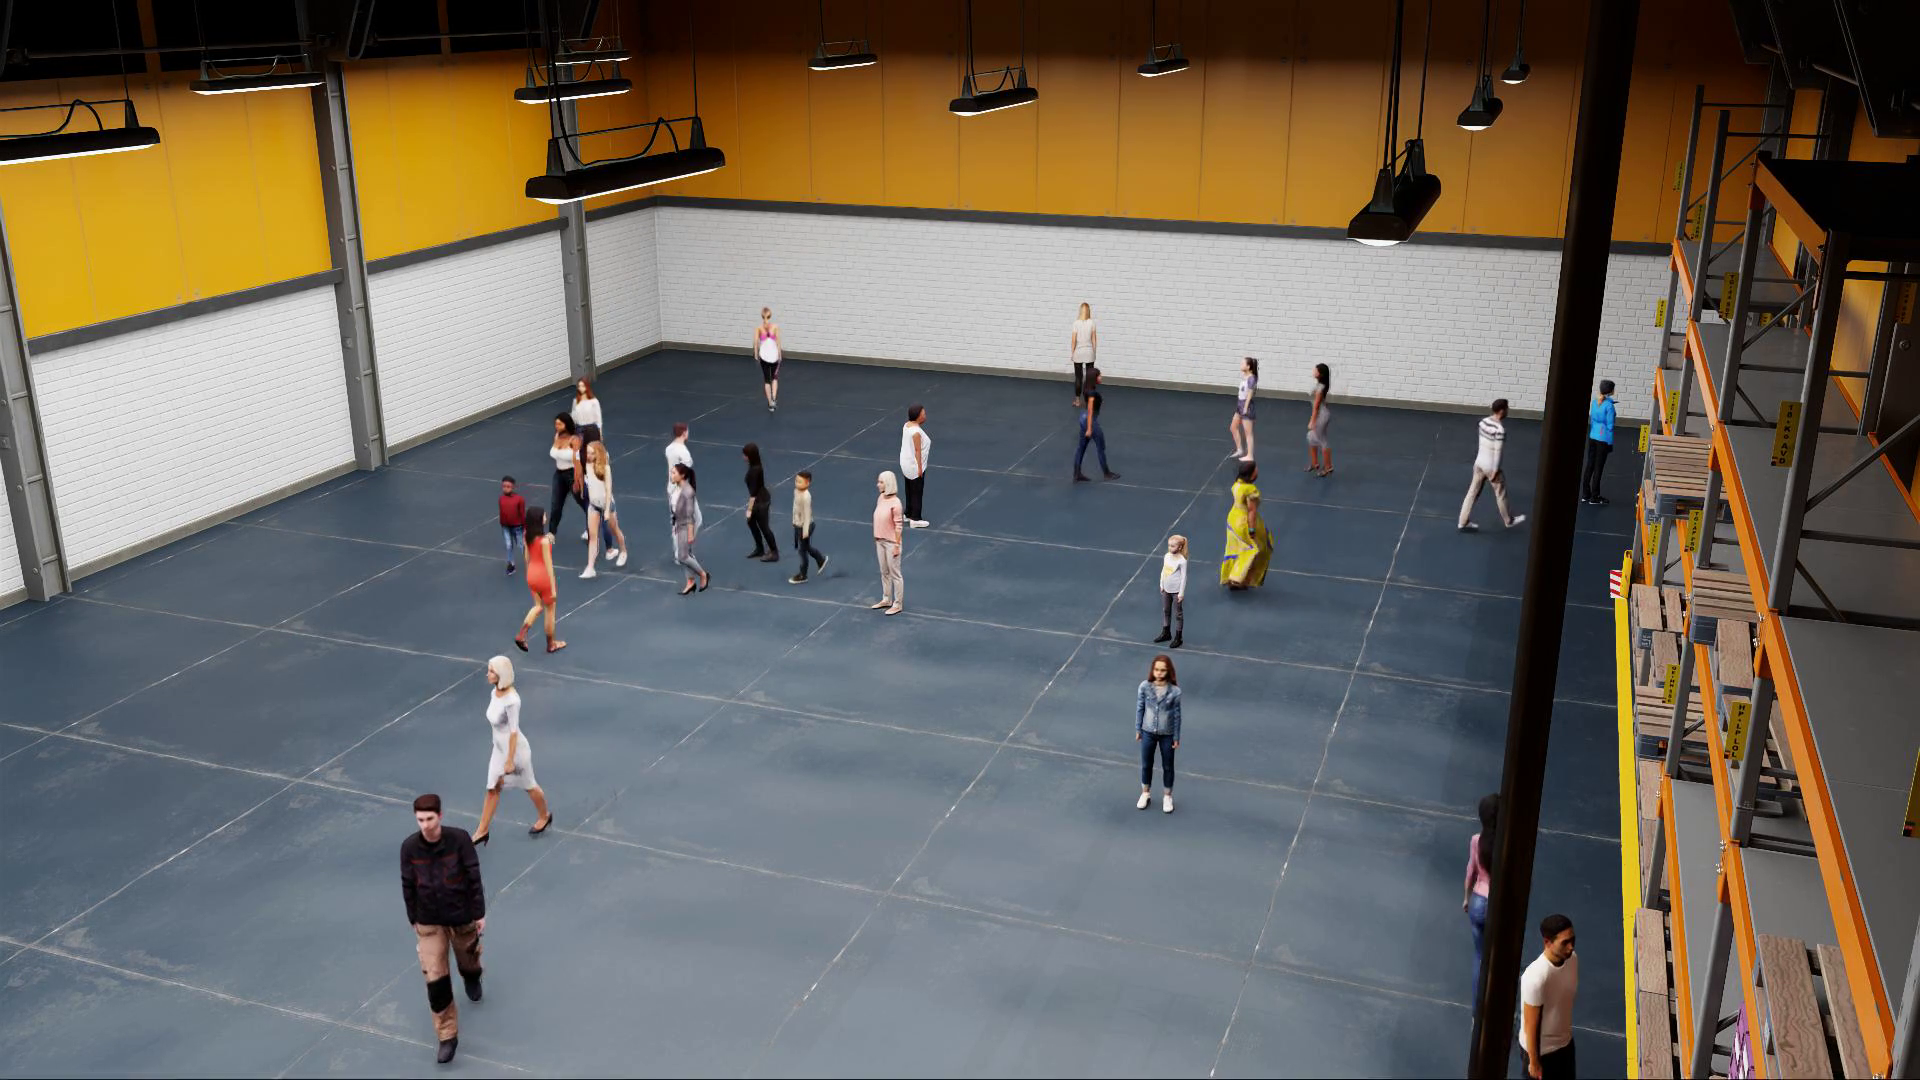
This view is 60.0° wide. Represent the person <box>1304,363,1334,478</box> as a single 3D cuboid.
[{"bbox_3d":[5.411,-1.771,24.756,0.729,1.754,0.639,8,20,22],"label":"person"}]

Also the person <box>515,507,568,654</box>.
[{"bbox_3d":[-4.645,0.474,18.165,0.742,1.706,0.936,14,23,35],"label":"person"}]

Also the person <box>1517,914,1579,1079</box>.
[{"bbox_3d":[3.571,3.077,10.294,0.733,1.796,0.857,-16,24,-39],"label":"person"}]

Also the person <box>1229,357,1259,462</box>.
[{"bbox_3d":[4.499,-2.008,25.642,0.766,1.638,0.661,-1,19,-4],"label":"person"}]

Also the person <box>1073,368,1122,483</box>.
[{"bbox_3d":[1.822,-1.671,24.525,0.927,1.712,0.982,-2,19,-7],"label":"person"}]

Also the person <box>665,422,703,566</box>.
[{"bbox_3d":[-3.613,-0.562,21.036,0.808,1.837,0.798,-16,24,-39],"label":"person"}]

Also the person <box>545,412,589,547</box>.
[{"bbox_3d":[-5.054,-0.813,21.898,0.803,1.762,1.199,11,22,30],"label":"person"}]

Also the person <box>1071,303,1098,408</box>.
[{"bbox_3d":[2.164,-3.229,28.977,0.672,1.823,0.664,-2,19,-5],"label":"person"}]

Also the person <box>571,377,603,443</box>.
[{"bbox_3d":[-5.369,-1.553,24.176,0.575,1.711,0.760,6,20,18],"label":"person"}]

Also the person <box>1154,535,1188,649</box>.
[{"bbox_3d":[2.394,0.551,18.604,0.614,1.279,0.574,-15,24,-38],"label":"person"}]

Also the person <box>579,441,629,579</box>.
[{"bbox_3d":[-4.395,-0.406,20.775,0.692,1.708,1.188,9,21,25],"label":"person"}]

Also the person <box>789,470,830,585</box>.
[{"bbox_3d":[-1.863,-0.176,20.497,0.888,1.449,0.824,-8,20,-24],"label":"person"}]

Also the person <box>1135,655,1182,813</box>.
[{"bbox_3d":[1.780,1.711,14.858,0.553,1.474,0.475,6,20,18],"label":"person"}]

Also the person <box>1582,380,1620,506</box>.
[{"bbox_3d":[9.074,-1.399,23.589,0.752,1.795,0.648,-5,19,-14],"label":"person"}]

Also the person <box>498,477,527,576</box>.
[{"bbox_3d":[-5.594,-0.203,20.904,0.614,1.241,0.795,2,19,6],"label":"person"}]

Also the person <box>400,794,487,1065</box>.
[{"bbox_3d":[-3.543,2.600,11.542,1.068,1.904,1.227,-4,19,-11],"label":"person"}]

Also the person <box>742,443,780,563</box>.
[{"bbox_3d":[-2.491,-0.479,21.152,0.813,1.606,0.745,-1,19,-2],"label":"person"}]

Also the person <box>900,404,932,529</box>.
[{"bbox_3d":[-0.607,-1.028,22.662,0.826,1.683,0.748,-6,19,-17],"label":"person"}]

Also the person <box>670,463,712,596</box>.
[{"bbox_3d":[-3.215,-0.129,20.016,0.843,1.668,0.781,-8,20,-21],"label":"person"}]

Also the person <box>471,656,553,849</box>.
[{"bbox_3d":[-3.766,1.804,14.226,1.135,1.700,0.912,-16,25,-40],"label":"person"}]

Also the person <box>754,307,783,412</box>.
[{"bbox_3d":[-3.301,-3.098,28.684,0.877,1.762,1.048,-3,19,-8],"label":"person"}]

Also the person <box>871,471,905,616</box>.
[{"bbox_3d":[-0.822,0.016,19.495,0.693,1.724,0.676,-13,23,-35],"label":"person"}]

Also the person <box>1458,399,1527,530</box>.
[{"bbox_3d":[7.018,-0.981,22.308,1.185,1.819,1.180,-6,20,-18],"label":"person"}]

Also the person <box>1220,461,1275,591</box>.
[{"bbox_3d":[3.363,-0.142,20.091,0.995,1.644,0.941,-6,20,-17],"label":"person"}]

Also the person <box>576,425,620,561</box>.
[{"bbox_3d":[-4.649,-0.611,21.278,0.641,1.776,0.604,1,19,4],"label":"person"}]
